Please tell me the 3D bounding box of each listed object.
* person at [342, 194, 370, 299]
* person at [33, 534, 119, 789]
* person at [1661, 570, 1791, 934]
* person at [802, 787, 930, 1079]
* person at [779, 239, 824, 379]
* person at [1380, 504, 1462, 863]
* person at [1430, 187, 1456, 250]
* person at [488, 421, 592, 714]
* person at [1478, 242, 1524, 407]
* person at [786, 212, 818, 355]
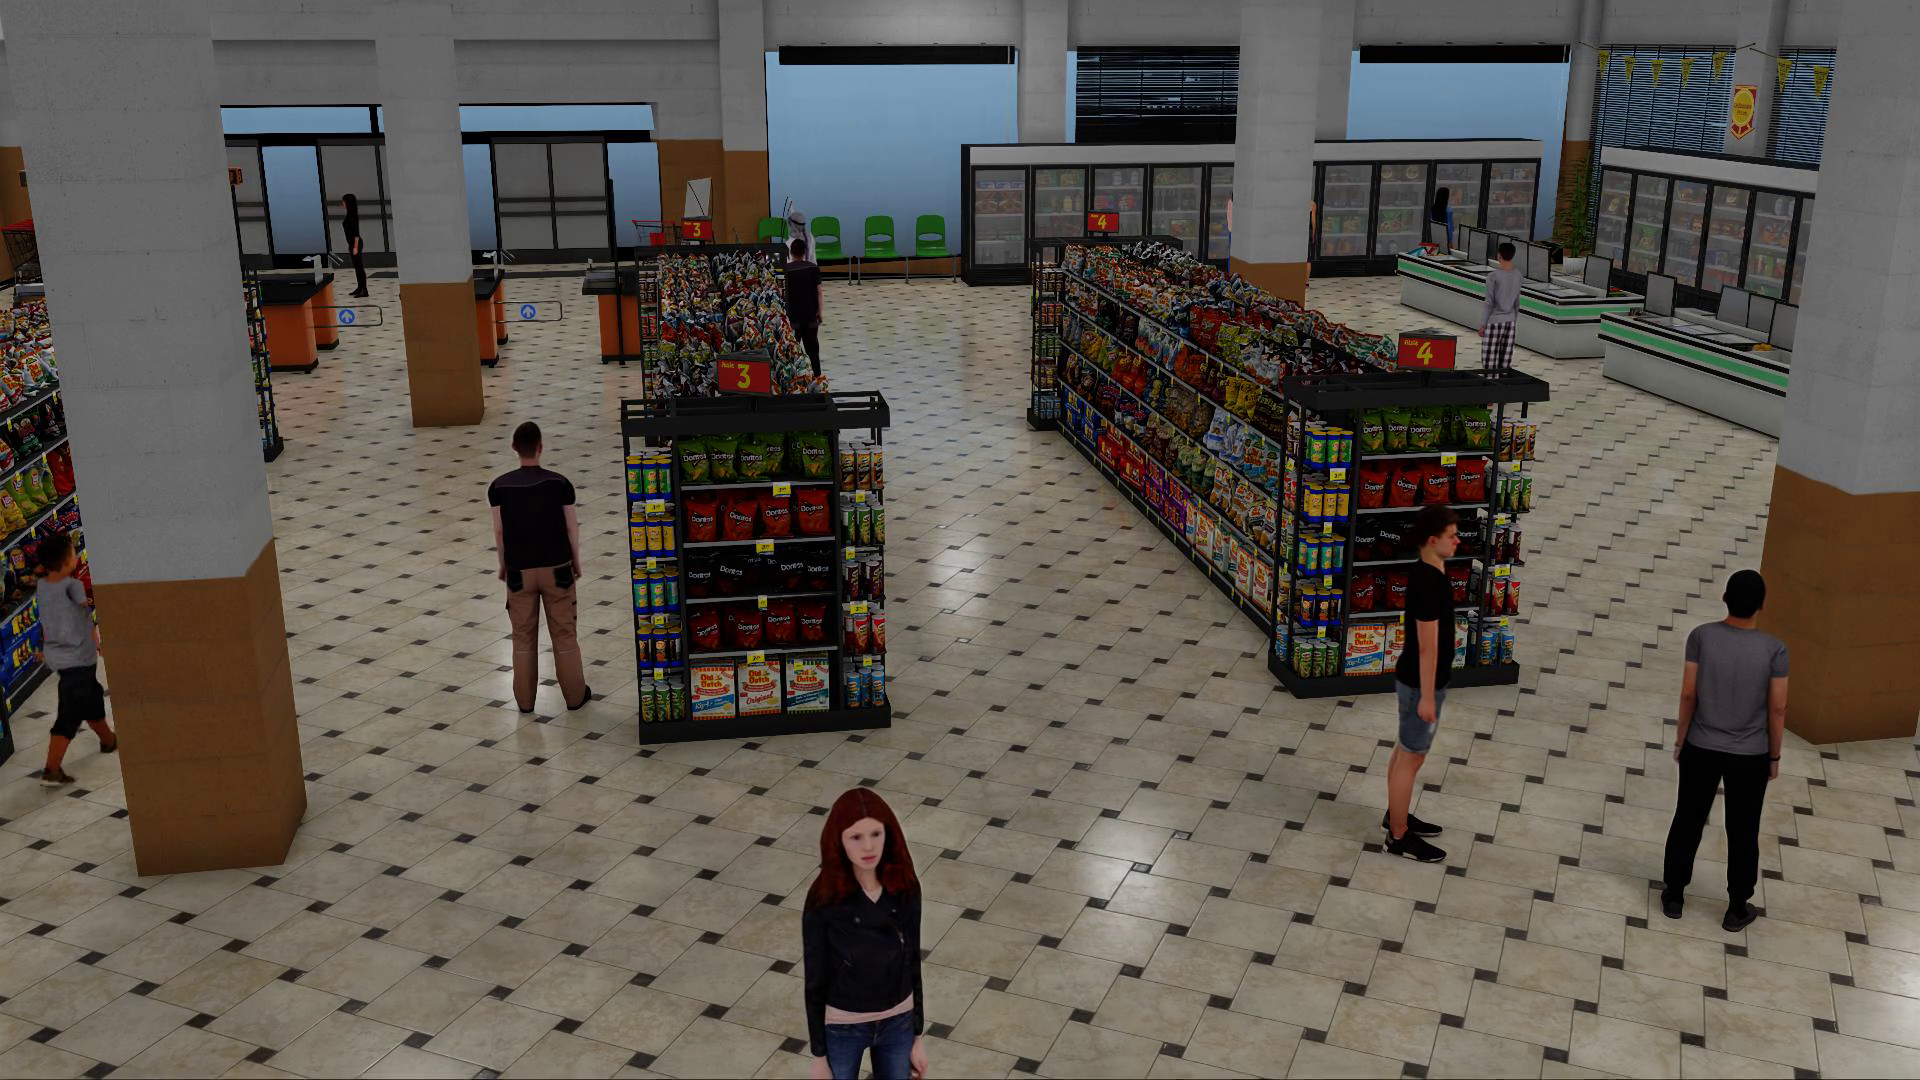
[{"bbox_3d":[-9.760,-4.760,26.850,0.707,1.642,0.561,-10,20,-30],"label":"person"},{"bbox_3d":[-5.075,0.652,9.403,0.848,1.423,1.094,4,17,13],"label":"person"},{"bbox_3d":[3.582,0.972,7.776,0.699,1.755,0.746,10,19,29],"label":"person"},{"bbox_3d":[-0.312,1.652,5.483,0.623,1.787,0.619,-7,18,-23],"label":"person"},{"bbox_3d":[-1.850,-2.567,19.276,0.747,1.846,0.654,-6,18,-20],"label":"person"},{"bbox_3d":[2.354,0.705,8.499,0.795,1.846,0.658,4,17,14],"label":"person"},{"bbox_3d":[7.852,-4.909,27.221,0.725,1.712,0.569,-9,19,-28],"label":"person"},{"bbox_3d":[-2.607,0.167,10.277,0.688,1.842,0.593,-2,17,-6],"label":"person"},{"bbox_3d":[6.137,-2.453,18.900,0.657,1.847,0.572,-6,18,-18],"label":"person"},{"bbox_3d":[-2.064,-3.246,21.374,0.858,1.927,0.782,9,19,27],"label":"person"}]
